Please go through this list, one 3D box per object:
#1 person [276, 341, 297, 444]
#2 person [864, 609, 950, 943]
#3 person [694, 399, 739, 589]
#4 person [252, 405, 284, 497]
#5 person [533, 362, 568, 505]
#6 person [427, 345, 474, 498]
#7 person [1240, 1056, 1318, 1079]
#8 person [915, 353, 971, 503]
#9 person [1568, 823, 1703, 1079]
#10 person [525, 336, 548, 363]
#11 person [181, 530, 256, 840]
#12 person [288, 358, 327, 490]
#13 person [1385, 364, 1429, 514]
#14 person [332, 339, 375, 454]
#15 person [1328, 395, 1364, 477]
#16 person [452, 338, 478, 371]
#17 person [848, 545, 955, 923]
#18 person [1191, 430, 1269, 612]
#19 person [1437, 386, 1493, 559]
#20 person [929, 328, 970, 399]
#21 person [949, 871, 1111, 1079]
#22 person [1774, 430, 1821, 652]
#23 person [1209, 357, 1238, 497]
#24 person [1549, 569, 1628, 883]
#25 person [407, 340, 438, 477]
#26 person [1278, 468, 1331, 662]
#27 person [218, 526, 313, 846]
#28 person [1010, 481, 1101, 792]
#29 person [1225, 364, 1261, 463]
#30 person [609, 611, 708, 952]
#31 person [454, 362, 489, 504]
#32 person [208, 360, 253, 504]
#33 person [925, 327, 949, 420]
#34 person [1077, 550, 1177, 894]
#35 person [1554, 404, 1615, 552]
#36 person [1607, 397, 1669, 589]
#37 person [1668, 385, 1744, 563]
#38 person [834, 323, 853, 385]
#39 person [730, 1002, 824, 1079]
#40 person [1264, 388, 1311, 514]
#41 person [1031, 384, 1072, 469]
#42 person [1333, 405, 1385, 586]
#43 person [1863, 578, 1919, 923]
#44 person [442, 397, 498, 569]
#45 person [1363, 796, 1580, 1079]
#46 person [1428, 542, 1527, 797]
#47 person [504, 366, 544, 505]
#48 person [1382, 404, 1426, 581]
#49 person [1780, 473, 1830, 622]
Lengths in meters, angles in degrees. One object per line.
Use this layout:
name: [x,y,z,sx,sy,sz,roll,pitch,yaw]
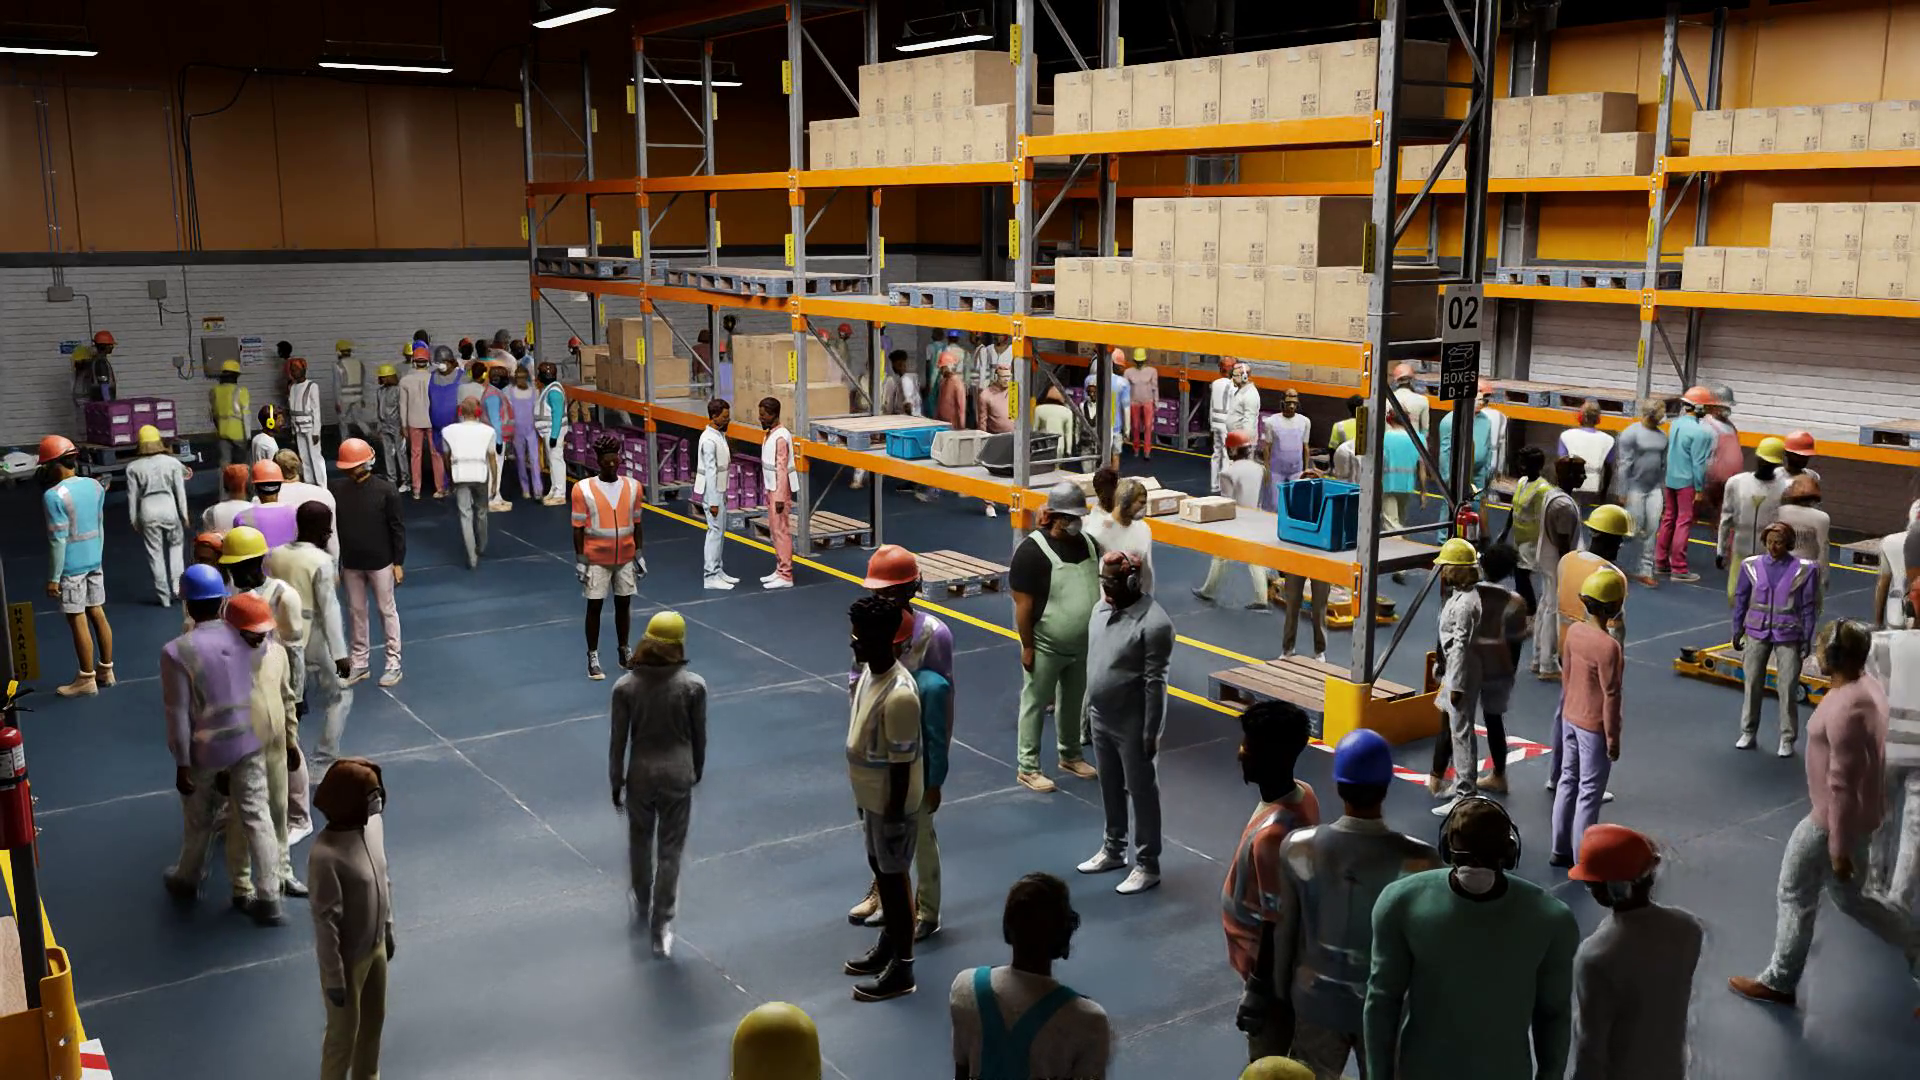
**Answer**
person: [-10.845,-2.401,27.041,0.394,1.683,0.561,-4,12,-22]
person: [-0.312,1.188,8.554,0.573,1.738,0.352,10,15,40]
person: [-2.436,-0.458,16.546,0.402,1.908,0.598,0,11,-1]
person: [-6.791,-0.413,16.457,0.348,1.856,0.523,-9,14,-38]
person: [-5.257,-1.370,21.376,0.430,1.845,0.619,-4,12,-19]
person: [-6.695,-1.548,21.772,0.686,2.000,0.536,1,11,5]
person: [0.843,2.077,4.016,0.488,1.725,0.500,3,11,16]
person: [-0.161,-1.459,21.653,0.856,1.945,0.641,-3,11,-15]
person: [2.255,1.790,5.576,0.550,1.705,0.818,-4,12,-21]
person: [-7.062,-2.543,27.611,0.339,1.748,0.564,4,12,21]
person: [-4.327,0.871,9.798,0.572,1.883,0.355,3,11,15]
person: [-8.483,-1.426,21.590,0.572,1.877,0.355,7,13,33]
person: [5.289,-1.128,19.929,0.602,1.939,1.066,6,12,26]
person: [-9.403,-2.202,25.688,0.677,1.804,0.598,7,13,32]
person: [4.501,-0.835,19.064,0.559,1.671,0.671,2,11,10]
person: [-7.393,-2.102,25.036,0.585,1.879,0.358,-11,15,-43]
person: [-0.331,1.027,8.588,0.616,2.041,0.380,7,13,31]
person: [2.605,-0.191,15.684,0.585,1.700,0.892,-8,14,-37]
person: [5.458,-0.717,17.902,0.651,1.900,0.399,-4,12,-18]
person: [-0.110,-2.479,26.910,0.679,1.899,0.854,-6,13,-30]
person: [0.203,1.861,4.872,0.506,1.837,0.346,6,12,27]
person: [6.977,0.027,14.015,0.543,1.929,0.386,-2,11,-9]
person: [3.468,-1.446,21.666,0.358,1.881,0.588,-5,12,-24]
person: [3.531,1.031,9.273,0.300,1.772,0.532,-1,11,-7]
person: [-7.586,-1.859,23.629,0.412,1.938,0.605,7,13,33]
person: [2.893,0.211,13.804,0.514,1.641,0.307,4,12,18]
person: [-4.110,0.857,9.785,0.588,1.918,0.398,5,12,23]
person: [0.671,0.607,10.746,0.688,2.000,0.537,-9,14,-39]
person: [3.465,-1.223,20.486,0.400,1.900,0.647,0,11,-1]
person: [-1.544,1.197,8.600,0.501,1.690,0.845,-1,11,-5]
person: [-6.232,-1.371,21.384,0.564,1.835,0.458,4,12,18]
person: [-9.262,-1.365,21.288,0.605,1.861,1.018,2,11,10]
person: [-0.369,-2.792,28.805,0.521,1.789,0.978,-3,11,-14]
person: [0.888,0.985,9.182,0.404,1.901,0.640,-7,13,-33]
person: [6.413,-0.527,17.257,0.620,1.773,0.914,0,11,-1]
person: [6.840,-0.485,16.678,0.651,1.915,0.596,-4,12,-21]
person: [7.817,-0.675,17.306,0.679,2.000,1.037,-8,14,-36]
person: [-2.138,-3.106,30.514,0.362,1.741,0.565,-1,11,-7]
person: [-0.386,2.023,3.923,0.648,1.875,0.784,-1,11,-3]
person: [3.575,-0.751,18.233,0.502,1.837,0.350,0,11,-2]
person: [1.146,-1.152,20.858,0.533,1.599,0.671,-2,11,-9]
person: [3.750,-0.301,15.621,0.598,1.958,0.371,-7,13,-31]
person: [4.985,1.093,8.698,0.606,1.865,0.645,7,13,34]
person: [-5.200,-0.624,17.722,0.555,1.779,1.004,-3,12,-16]
person: [1.599,1.726,5.280,0.633,1.938,0.356,3,11,13]
person: [3.287,0.828,10.556,0.553,1.665,0.358,2,11,10]
person: [-5.622,-1.361,21.494,0.494,1.788,1.017,-3,12,-16]
person: [4.465,-0.502,17.083,0.581,1.795,1.016,-1,11,-4]
person: [6.866,0.256,13.623,0.440,1.616,0.521,-6,13,-29]
